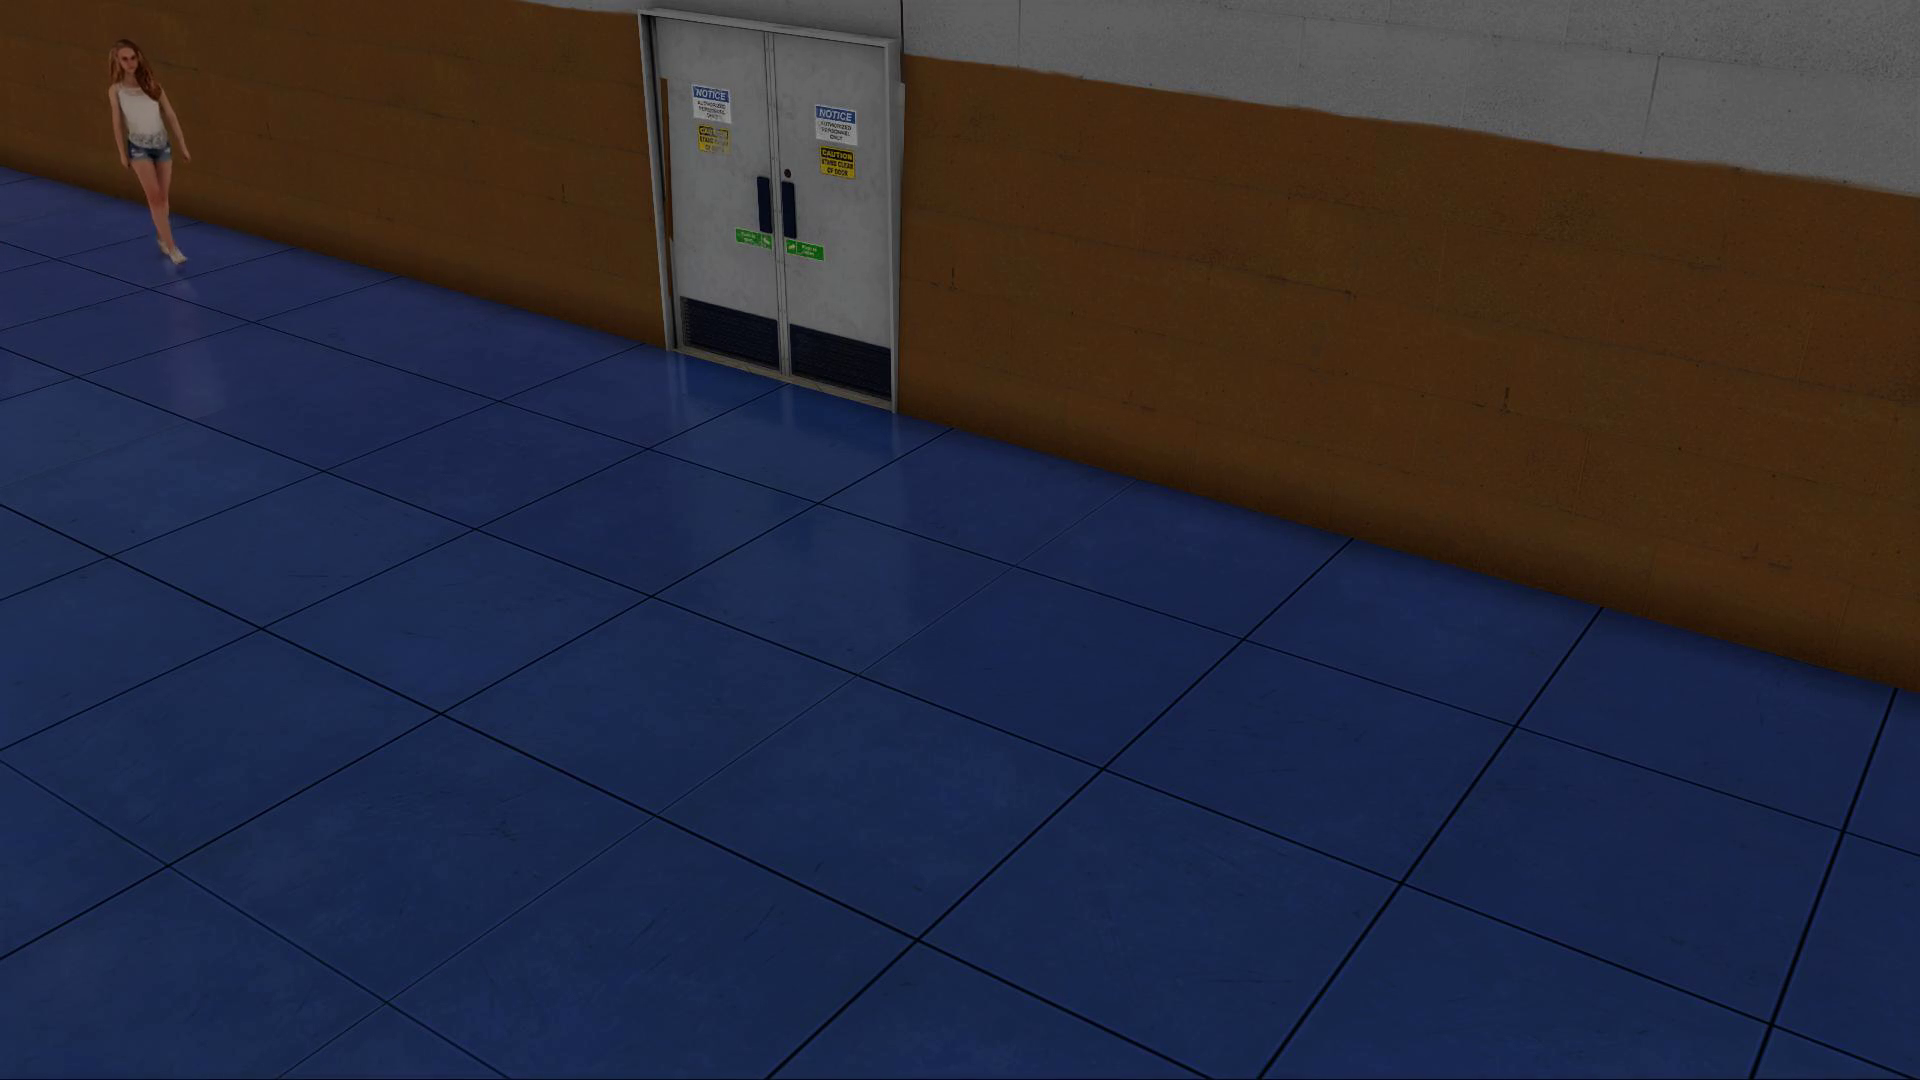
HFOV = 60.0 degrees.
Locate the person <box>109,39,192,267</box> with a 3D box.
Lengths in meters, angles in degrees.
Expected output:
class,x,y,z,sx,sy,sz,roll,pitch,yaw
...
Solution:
class,x,y,z,sx,sy,sz,roll,pitch,yaw
person,-6.418,-3.058,13.130,1.029,1.727,0.816,-23,35,-37
